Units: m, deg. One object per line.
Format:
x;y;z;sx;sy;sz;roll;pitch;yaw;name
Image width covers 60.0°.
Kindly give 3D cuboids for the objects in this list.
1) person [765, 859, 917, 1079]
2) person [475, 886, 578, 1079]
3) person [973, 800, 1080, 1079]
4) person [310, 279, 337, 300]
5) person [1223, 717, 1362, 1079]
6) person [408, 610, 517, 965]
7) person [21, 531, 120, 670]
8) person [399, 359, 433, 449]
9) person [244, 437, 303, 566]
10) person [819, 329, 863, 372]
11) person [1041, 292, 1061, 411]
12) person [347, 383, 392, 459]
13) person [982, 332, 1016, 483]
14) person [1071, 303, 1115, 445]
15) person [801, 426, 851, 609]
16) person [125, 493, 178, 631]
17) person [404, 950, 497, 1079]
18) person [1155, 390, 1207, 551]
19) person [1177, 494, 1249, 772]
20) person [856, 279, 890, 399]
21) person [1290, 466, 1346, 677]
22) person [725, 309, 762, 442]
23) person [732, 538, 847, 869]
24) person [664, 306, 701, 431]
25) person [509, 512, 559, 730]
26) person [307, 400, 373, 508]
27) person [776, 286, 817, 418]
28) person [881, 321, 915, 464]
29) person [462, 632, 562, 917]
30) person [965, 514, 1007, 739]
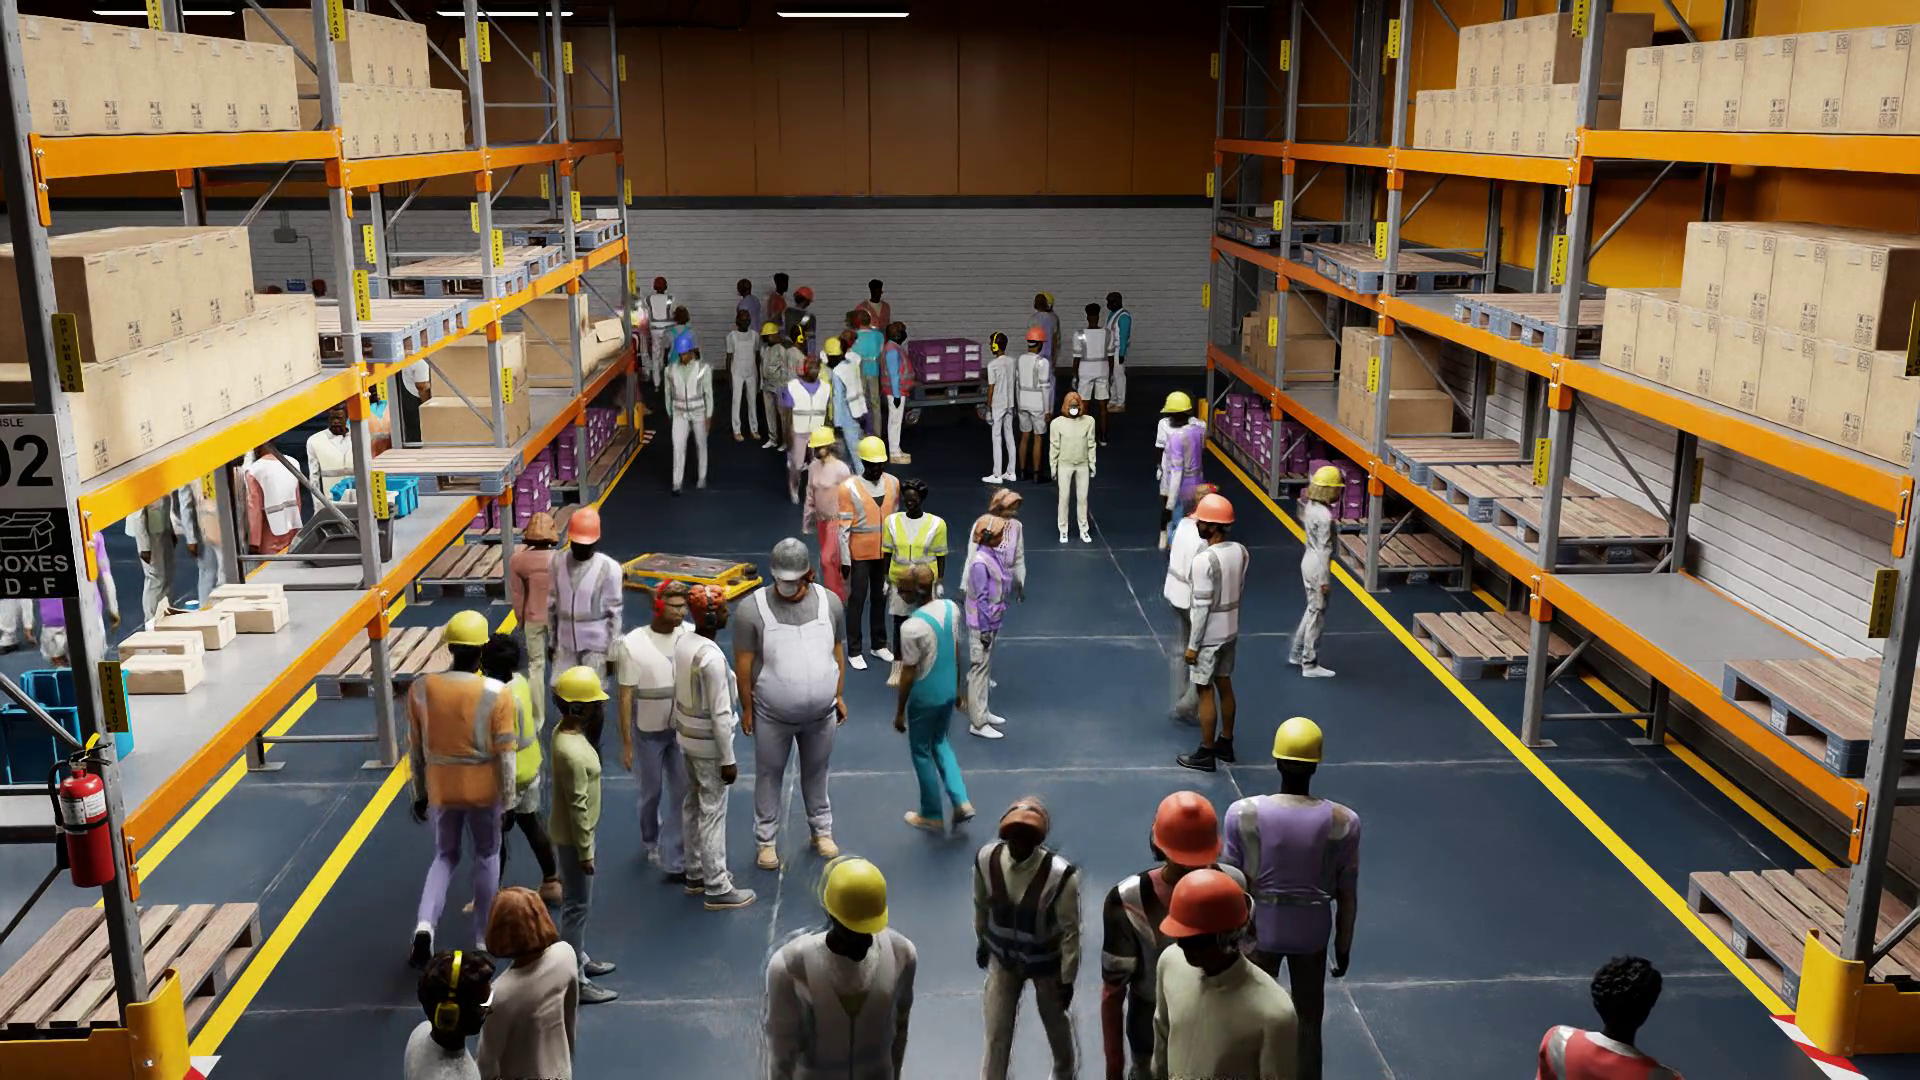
-0.455;1.998;6.199;0.585;1.886;0.895;-5;15;-17;person
-1.647;2.085;6.354;0.314;1.632;0.502;6;16;23;person
0.289;1.857;7.325;0.551;1.590;0.886;6;16;23;person
-10.260;-3.275;26.917;0.356;1.876;0.621;7;16;25;person
1.432;1.702;7.287;0.580;1.918;0.390;2;14;7;person
-2.634;1.336;8.768;0.594;1.904;0.700;2;14;9;person
-6.391;0.518;11.955;0.655;1.900;0.528;-11;18;-36;person
-6.529;-1.646;20.182;0.536;2.000;0.683;-11;18;-38;person
-5.853;-0.066;14.258;0.414;1.906;0.598;4;15;16;person
-1.553;-1.810;21.308;0.627;1.795;0.490;-2;14;-7;person
1.339;-2.884;25.474;0.404;1.825;0.598;-3;15;-11;person
-6.036;-0.814;17.189;0.391;1.911;0.584;11;18;37;person
0.500;-1.622;20.454;0.509;1.860;0.333;-13;19;-42;person
1.820;-2.257;22.745;0.600;1.958;0.379;-2;14;-9;person
-1.228;-0.153;14.898;0.606;1.745;0.545;-13;20;-42;person
-6.869;-0.044;14.164;0.406;1.908;0.598;-1;14;-5;person
-1.615;2.201;5.434;0.327;1.865;0.521;-7;16;-26;person
2.284;-0.722;17.241;0.533;1.697;0.318;1;14;4;person
1.723;0.632;11.440;0.360;1.937;0.552;13;19;41;person
-1.343;-3.124;26.161;0.598;1.958;0.371;-10;17;-33;person
2.894;0.257;13.335;0.323;1.732;0.497;0;14;1;person
-3.003;-2.287;23.105;0.504;1.840;0.341;-7;16;-24;person
-0.980;0.962;9.941;0.689;2.000;0.538;-6;15;-21;person
-3.932;-2.404;23.601;0.542;1.823;0.609;0;14;-1;person
-3.017;0.600;12.179;0.497;1.632;0.289;0;14;-1;person
-5.710;-0.374;15.435;0.590;1.917;0.398;-10;17;-34;person
-2.427;-2.745;24.594;0.690;1.995;0.607;6;15;23;person
-0.805;-1.924;21.660;0.429;1.846;0.633;0;14;-1;person
-2.528;1.300;9.341;0.575;1.670;0.583;0;14;-1;person
0.190;0.614;12.107;0.310;1.640;0.514;2;14;6;person
